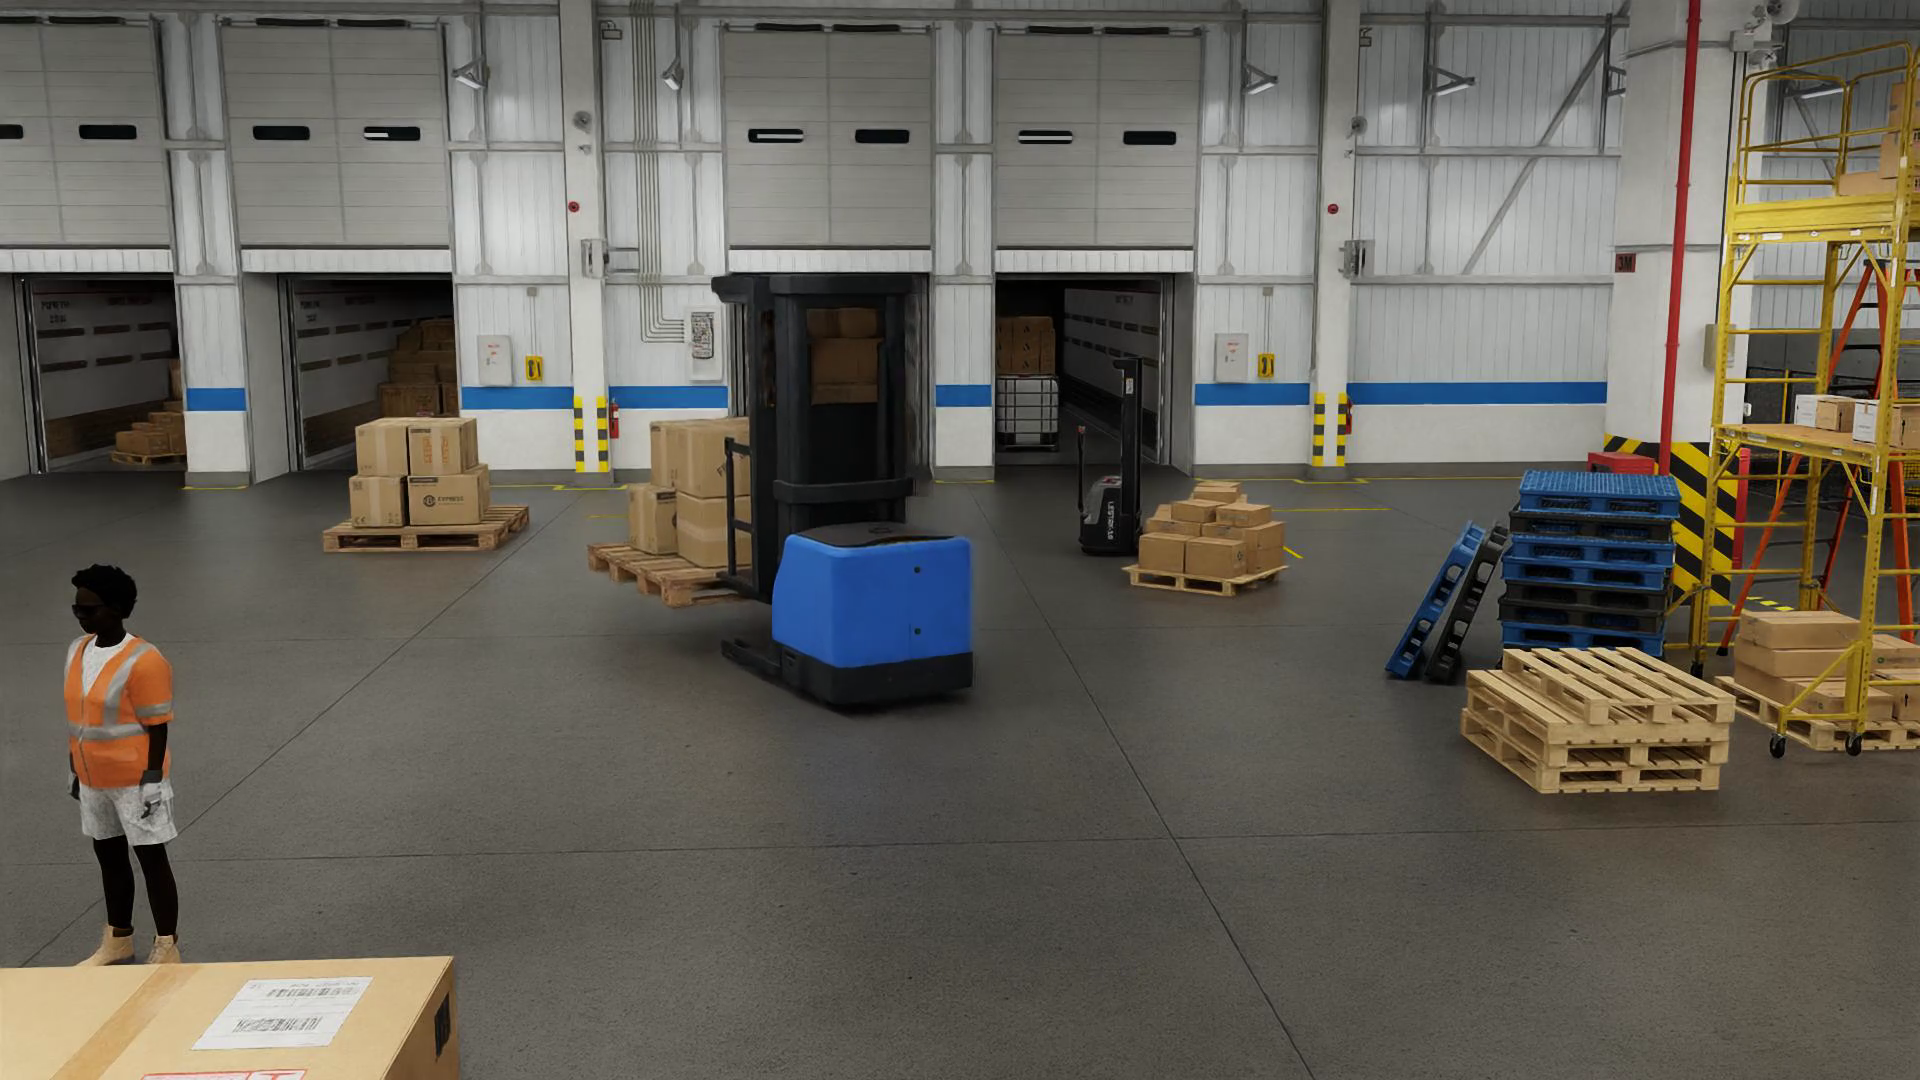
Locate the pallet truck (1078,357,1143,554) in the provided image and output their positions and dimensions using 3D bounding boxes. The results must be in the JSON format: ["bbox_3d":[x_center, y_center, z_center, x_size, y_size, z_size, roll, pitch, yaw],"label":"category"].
[{"bbox_3d":[2.088,-0.836,16.757,1.885,1.965,0.823,2,9,13],"label":"pallet truck"}]

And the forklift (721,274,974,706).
[{"bbox_3d":[-0.795,-0.431,11.453,1.129,2.768,1.873,-5,10,-30],"label":"forklift"}]

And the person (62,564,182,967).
[{"bbox_3d":[-3.337,0.933,6.598,0.535,1.697,0.318,4,10,24],"label":"person"}]
